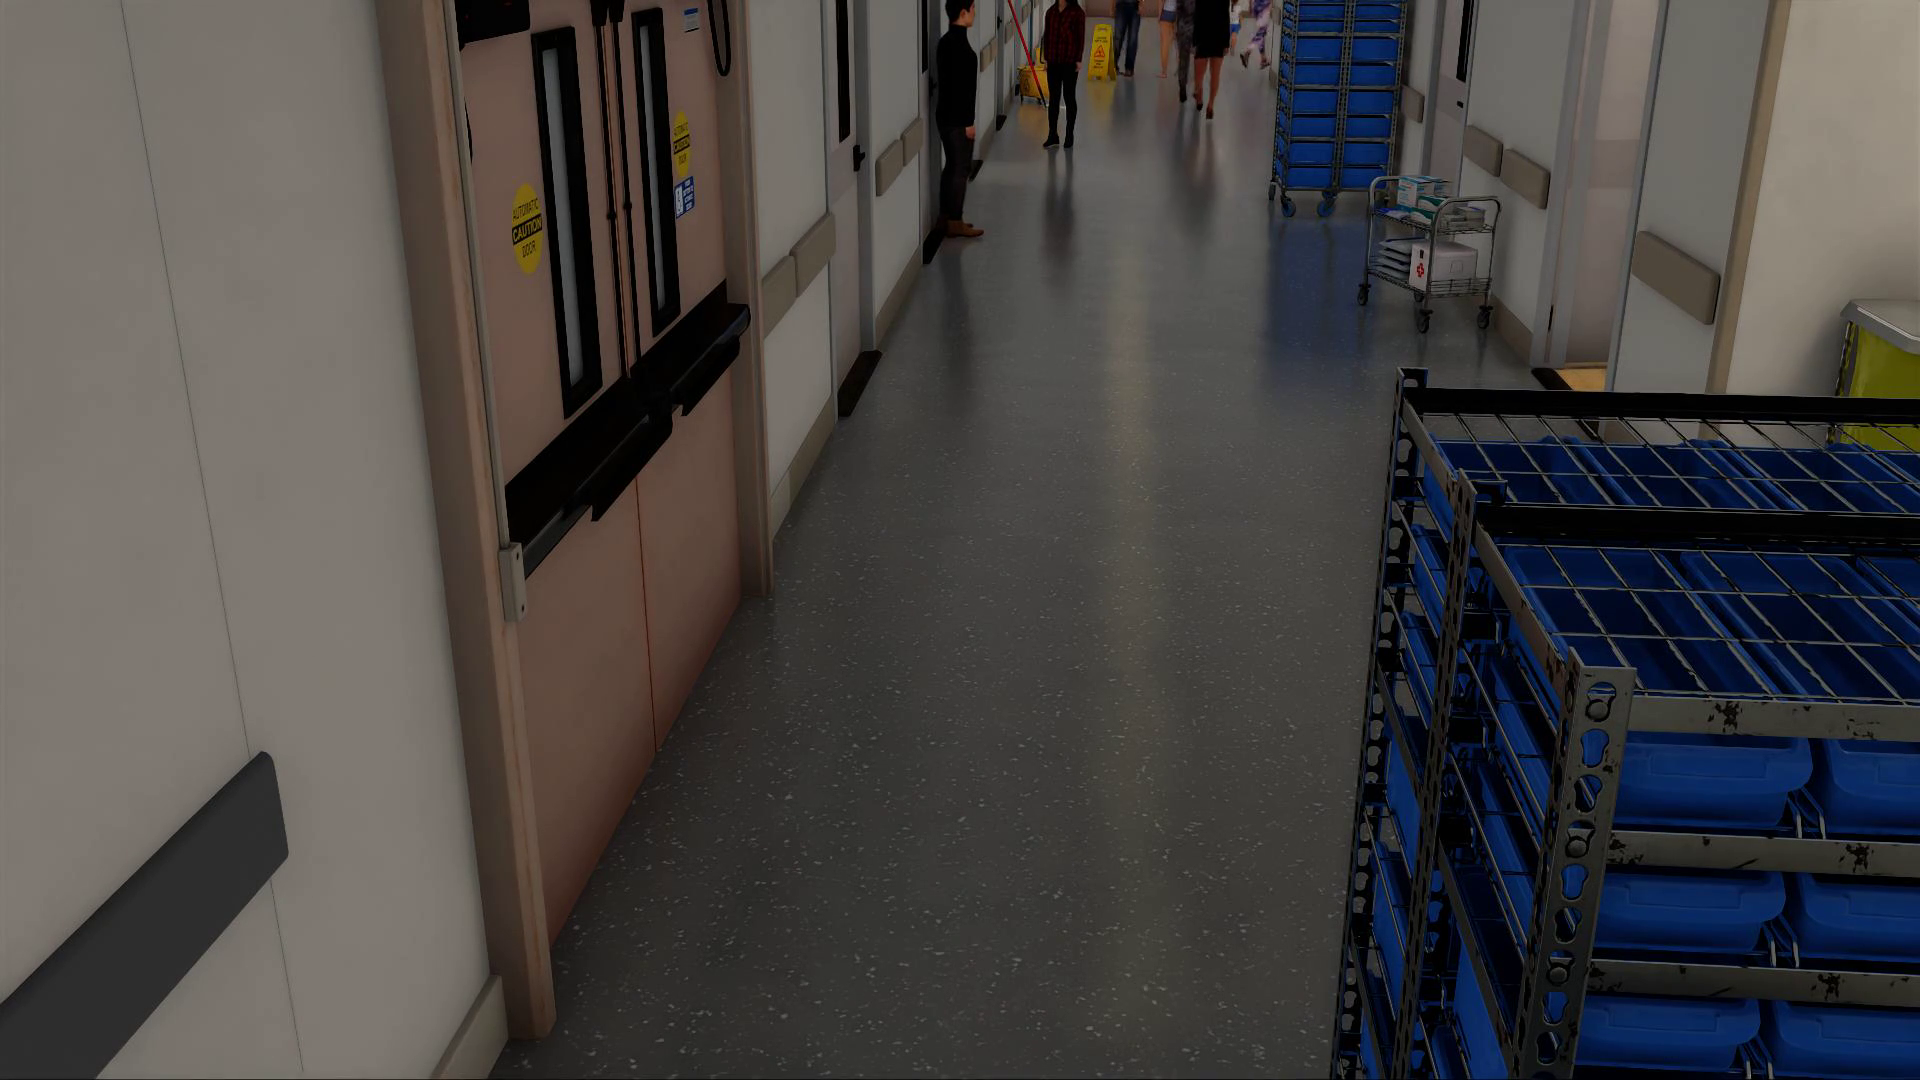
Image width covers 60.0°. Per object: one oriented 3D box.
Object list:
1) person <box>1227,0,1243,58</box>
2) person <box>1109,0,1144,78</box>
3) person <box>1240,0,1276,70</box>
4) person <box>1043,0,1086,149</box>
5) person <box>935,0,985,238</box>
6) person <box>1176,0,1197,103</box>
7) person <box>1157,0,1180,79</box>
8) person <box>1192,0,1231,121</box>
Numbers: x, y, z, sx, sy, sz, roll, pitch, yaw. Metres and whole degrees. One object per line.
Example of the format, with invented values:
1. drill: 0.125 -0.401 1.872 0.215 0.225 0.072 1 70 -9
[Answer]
1. person: 4.425 -8.363 27.004 0.445 1.002 0.725 4 21 9
2. person: 2.413 -7.591 23.784 0.697 1.840 0.774 2 21 5
3. person: 4.382 -7.763 24.388 1.026 1.734 1.206 17 27 38
4. person: 1.039 -4.787 16.643 0.650 1.654 0.634 10 23 25
5. person: -0.028 -3.078 12.041 0.776 1.718 0.611 -6 22 -15
6. person: 2.778 -6.130 20.173 0.687 1.665 1.160 5 21 13
7. person: 3.013 -7.477 23.633 0.653 1.734 0.626 -6 22 -15
8. person: 2.798 -5.511 18.594 0.621 1.627 0.779 5 21 12
